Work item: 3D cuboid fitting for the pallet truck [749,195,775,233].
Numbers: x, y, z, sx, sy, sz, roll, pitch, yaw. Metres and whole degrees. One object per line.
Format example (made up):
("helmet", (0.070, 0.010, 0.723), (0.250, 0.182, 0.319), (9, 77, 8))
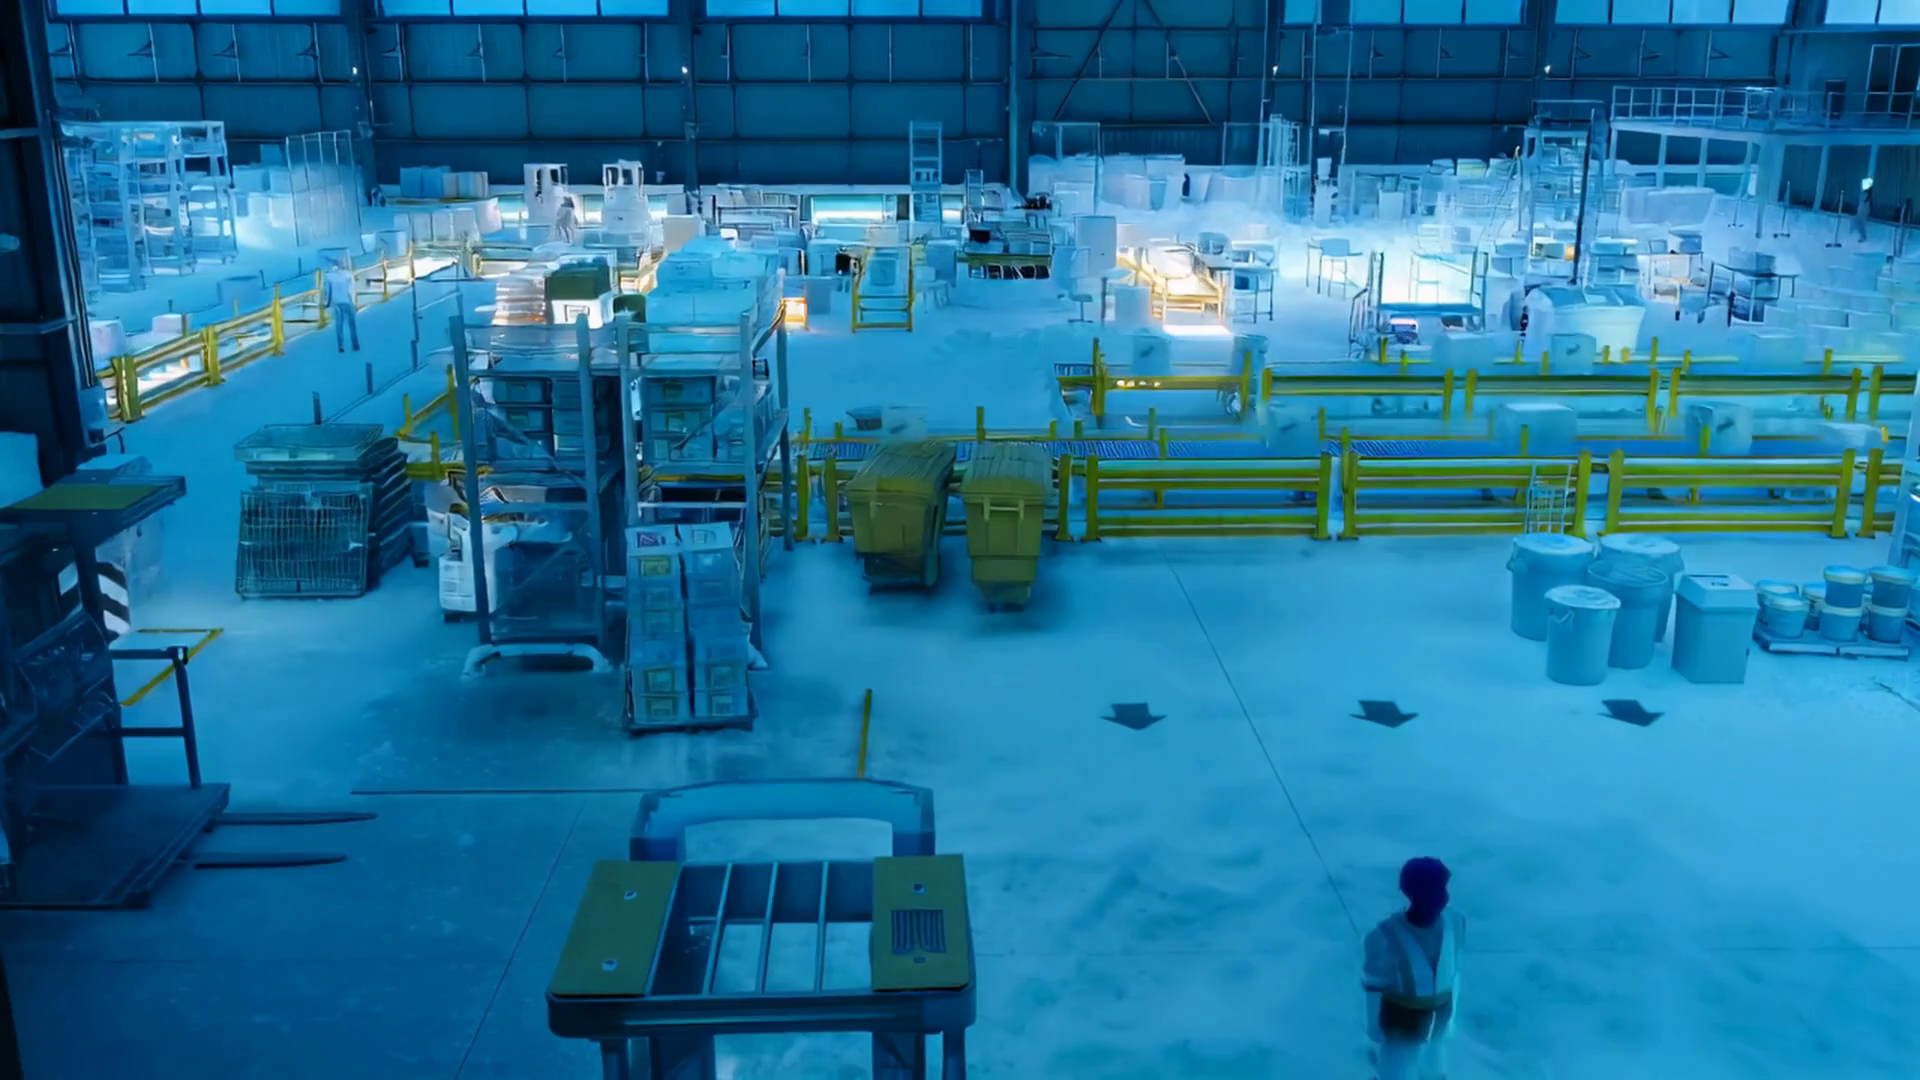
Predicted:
("pallet truck", (-6.051, -9.967, 50.660), (0.680, 1.201, 1.601), (0, 16, -1))

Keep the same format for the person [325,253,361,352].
("person", (-11.069, -4.256, 29.855), (0.533, 1.768, 0.311), (-3, 16, -11))

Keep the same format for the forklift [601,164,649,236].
("forklift", (-9.948, -10.127, 49.296), (1.157, 1.987, 2.680), (-1, 16, -3))

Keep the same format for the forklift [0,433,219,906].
("forklift", (-5.952, 0.780, 10.366), (1.873, 2.768, 1.129), (0, 16, -1))

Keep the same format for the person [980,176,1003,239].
("person", (0.874, -8.941, 45.646), (0.616, 2.041, 0.380), (3, 16, 10))

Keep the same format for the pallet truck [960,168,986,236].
("pallet truck", (0.383, -10.230, 50.206), (0.823, 1.965, 1.885), (-1, 16, -3))

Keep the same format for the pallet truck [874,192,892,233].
("pallet truck", (-2.277, -9.986, 50.594), (0.653, 1.274, 1.630), (0, 16, -1))

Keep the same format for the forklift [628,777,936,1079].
("forklift", (-0.542, 2.165, 5.552), (1.129, 2.768, 1.873), (-1, 16, -2))

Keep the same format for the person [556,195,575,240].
("person", (-9.810, -7.657, 41.493), (0.545, 1.878, 0.858), (-11, 20, -35))

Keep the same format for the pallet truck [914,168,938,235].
("pallet truck", (-0.989, -10.316, 50.507), (0.823, 1.965, 1.885), (1, 16, 3))

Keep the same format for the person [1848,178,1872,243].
("person", (26.005, -9.508, 47.995), (0.519, 1.823, 0.598), (-11, 19, -33))

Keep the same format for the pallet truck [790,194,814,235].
("pallet truck", (-4.814, -9.883, 50.259), (0.704, 1.261, 1.522), (-1, 16, -3))

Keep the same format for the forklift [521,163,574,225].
("forklift", (-12.233, -10.122, 49.298), (1.157, 1.987, 2.680), (0, 16, -1))

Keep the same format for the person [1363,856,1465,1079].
("person", (2.035, 2.183, 7.622), (0.540, 1.681, 0.612), (-7, 17, -22))
